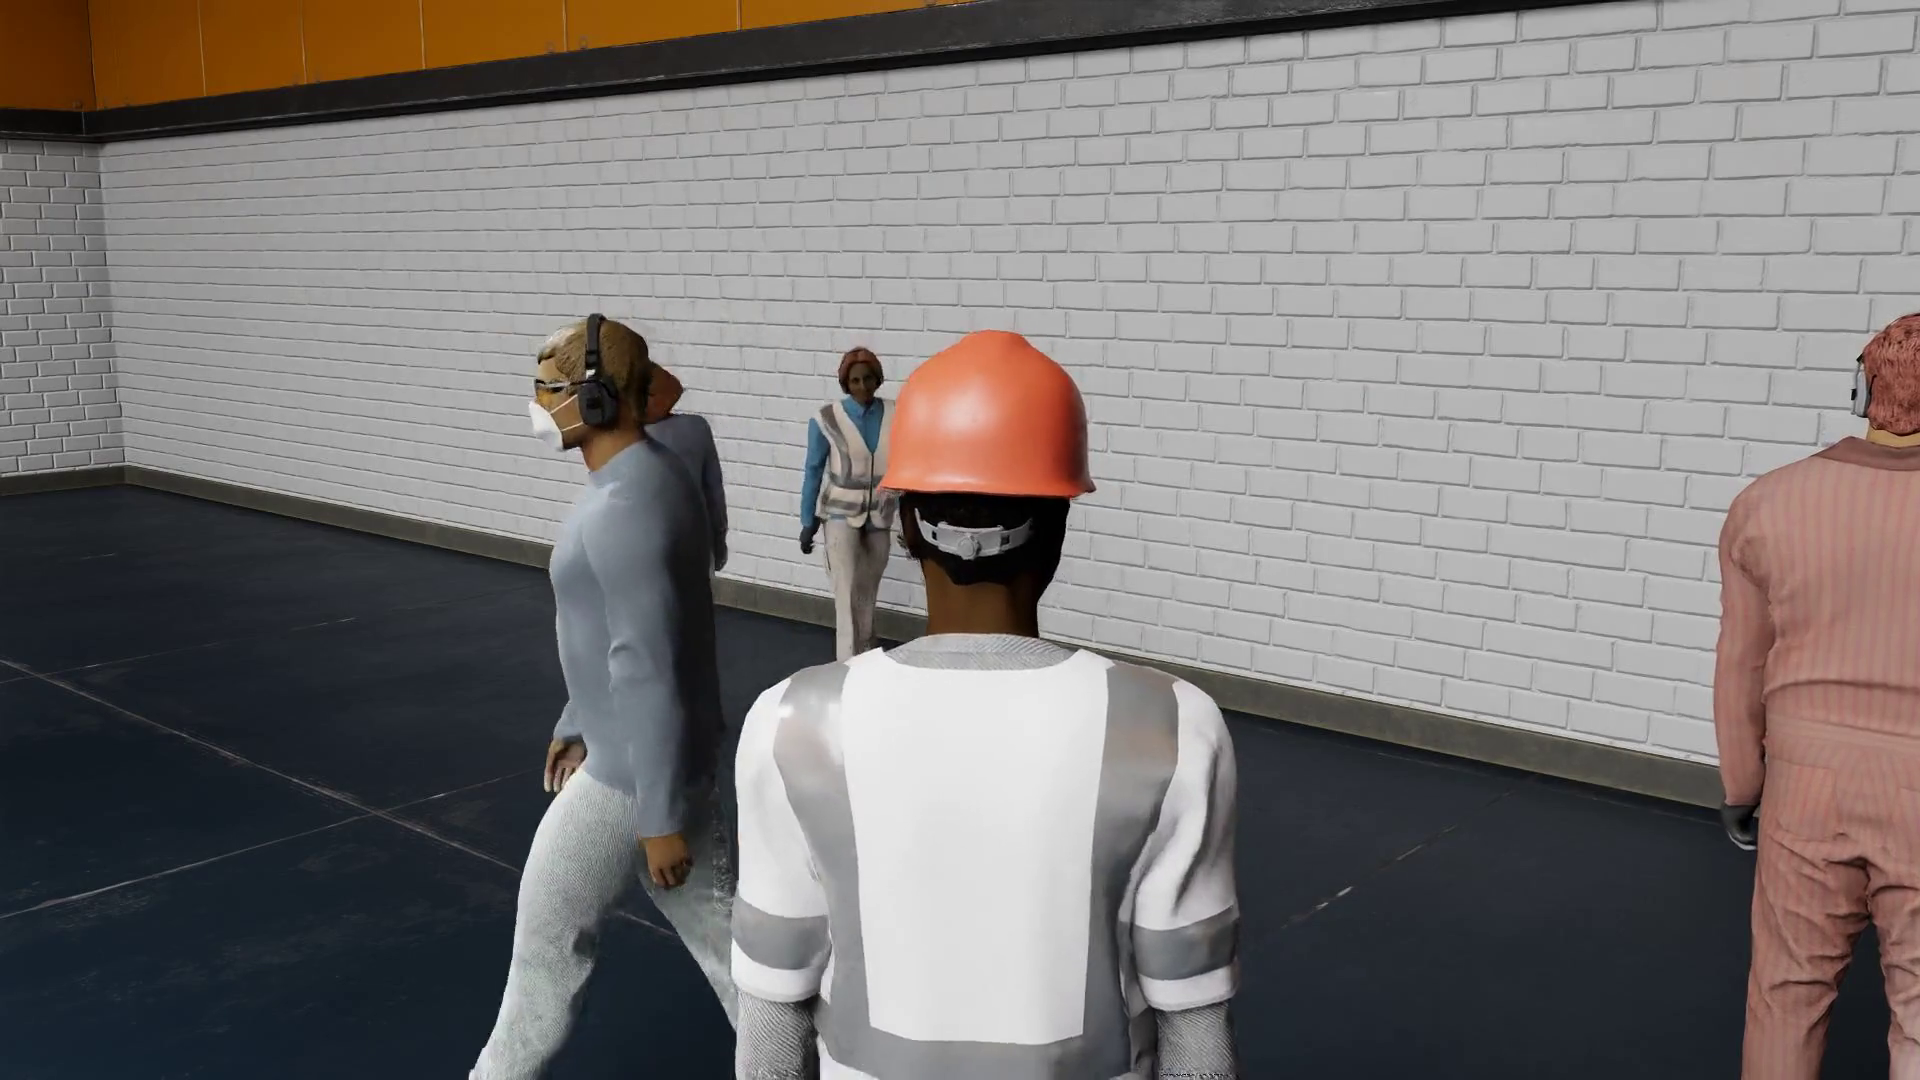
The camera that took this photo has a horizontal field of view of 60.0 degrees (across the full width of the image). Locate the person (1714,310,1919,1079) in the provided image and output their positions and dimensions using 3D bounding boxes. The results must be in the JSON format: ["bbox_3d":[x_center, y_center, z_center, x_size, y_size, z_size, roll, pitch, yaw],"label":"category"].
[{"bbox_3d":[1.824,0.507,3.280,0.639,1.908,0.409,9,13,40],"label":"person"}]

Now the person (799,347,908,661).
[{"bbox_3d":[-0.461,-0.084,7.578,0.541,1.576,0.757,-5,11,-28],"label":"person"}]

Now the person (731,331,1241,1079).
[{"bbox_3d":[0.022,0.734,1.930,0.578,1.928,0.418,1,10,5],"label":"person"}]

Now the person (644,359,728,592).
[{"bbox_3d":[-1.145,0.081,6.551,0.319,1.614,0.598,9,13,41],"label":"person"}]

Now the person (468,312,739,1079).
[{"bbox_3d":[-0.779,0.474,3.521,1.039,1.881,0.643,0,10,-3],"label":"person"}]
